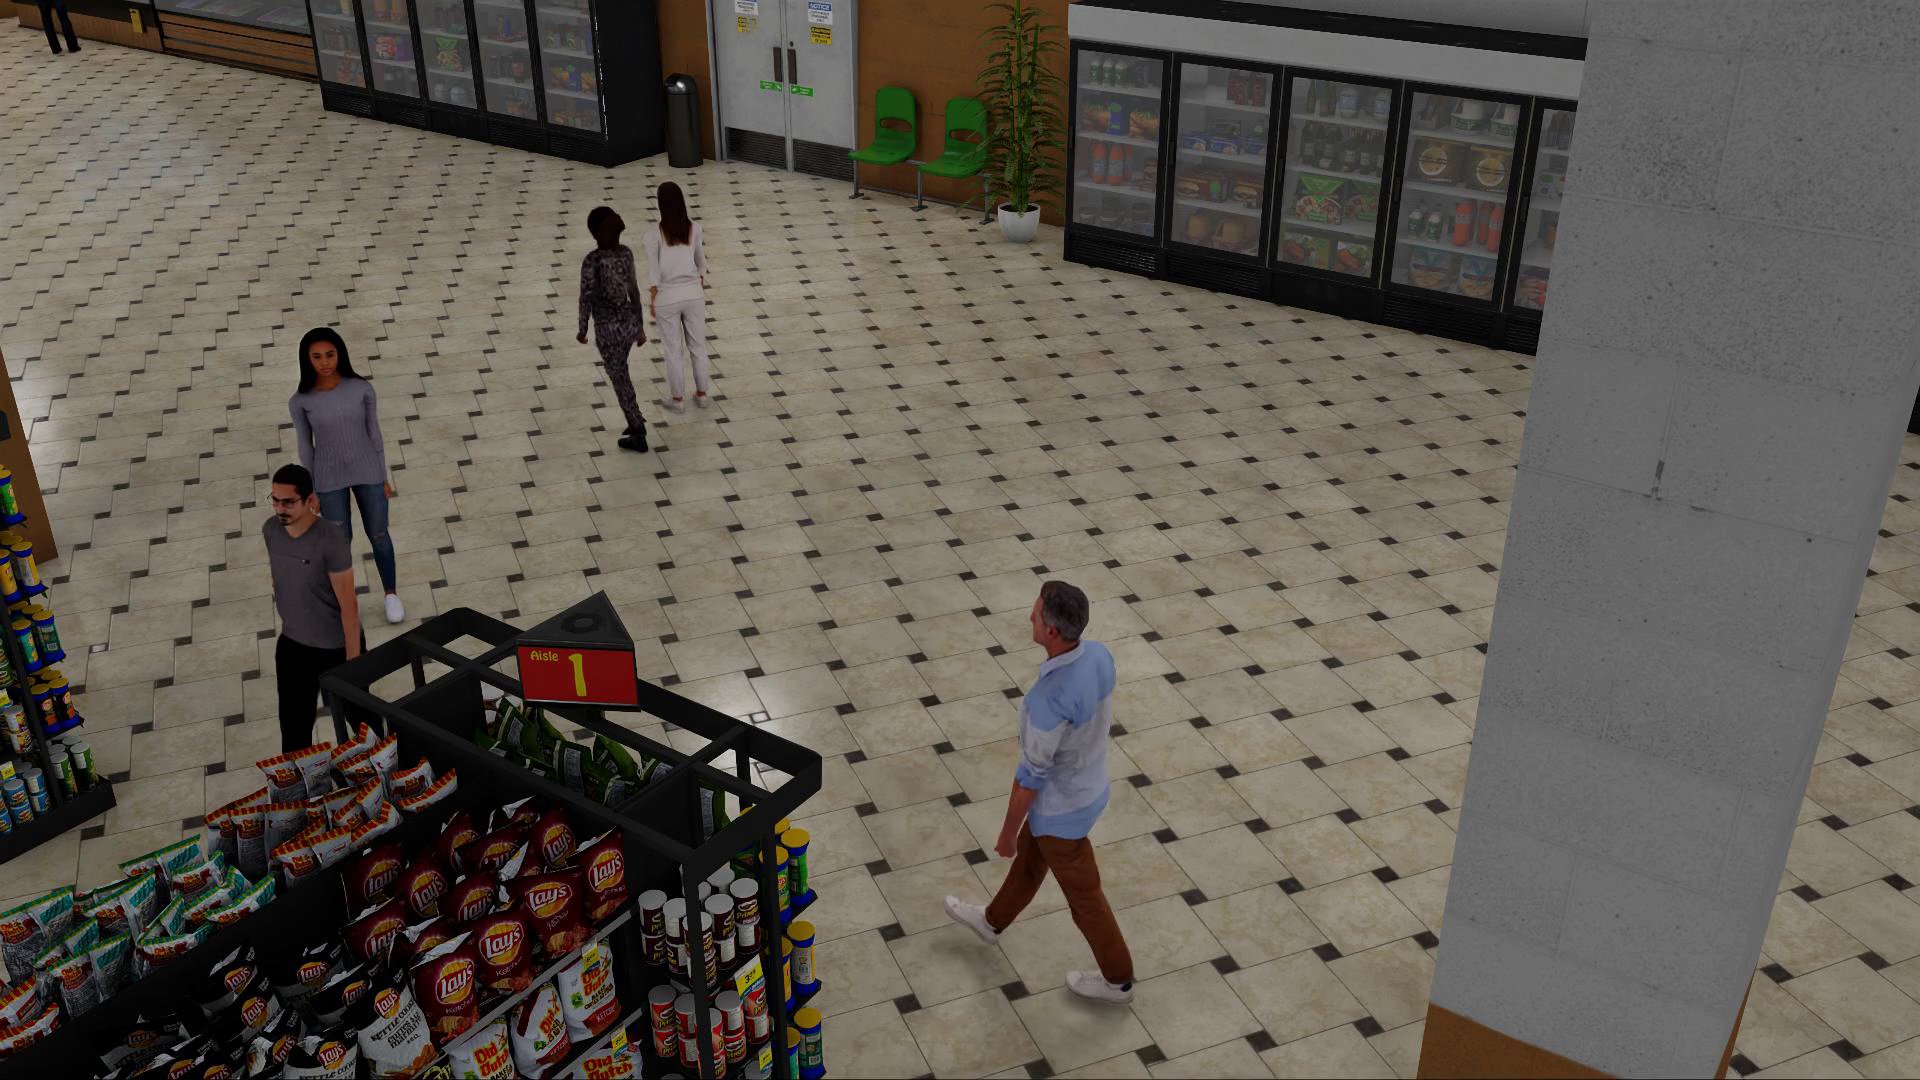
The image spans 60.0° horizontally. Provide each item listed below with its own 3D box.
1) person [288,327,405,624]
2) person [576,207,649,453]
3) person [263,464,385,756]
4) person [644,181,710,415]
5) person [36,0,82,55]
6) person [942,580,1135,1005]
[{"bbox_3d":[-3.335,-0.339,9.072,0.620,1.735,0.734,-12,29,-23],"label":"person"},{"bbox_3d":[-2.247,-1.364,11.132,0.620,1.701,0.555,19,32,32],"label":"person"},{"bbox_3d":[-2.853,0.423,7.564,0.821,1.740,0.974,8,28,16],"label":"person"},{"bbox_3d":[-2.006,-1.734,11.874,0.606,1.688,0.734,-16,31,-28],"label":"person"},{"bbox_3d":[-13.205,-7.957,24.009,0.792,1.813,0.844,-4,27,-7],"label":"person"},{"bbox_3d":[0.470,1.024,6.338,0.898,1.779,1.109,11,29,21],"label":"person"}]
